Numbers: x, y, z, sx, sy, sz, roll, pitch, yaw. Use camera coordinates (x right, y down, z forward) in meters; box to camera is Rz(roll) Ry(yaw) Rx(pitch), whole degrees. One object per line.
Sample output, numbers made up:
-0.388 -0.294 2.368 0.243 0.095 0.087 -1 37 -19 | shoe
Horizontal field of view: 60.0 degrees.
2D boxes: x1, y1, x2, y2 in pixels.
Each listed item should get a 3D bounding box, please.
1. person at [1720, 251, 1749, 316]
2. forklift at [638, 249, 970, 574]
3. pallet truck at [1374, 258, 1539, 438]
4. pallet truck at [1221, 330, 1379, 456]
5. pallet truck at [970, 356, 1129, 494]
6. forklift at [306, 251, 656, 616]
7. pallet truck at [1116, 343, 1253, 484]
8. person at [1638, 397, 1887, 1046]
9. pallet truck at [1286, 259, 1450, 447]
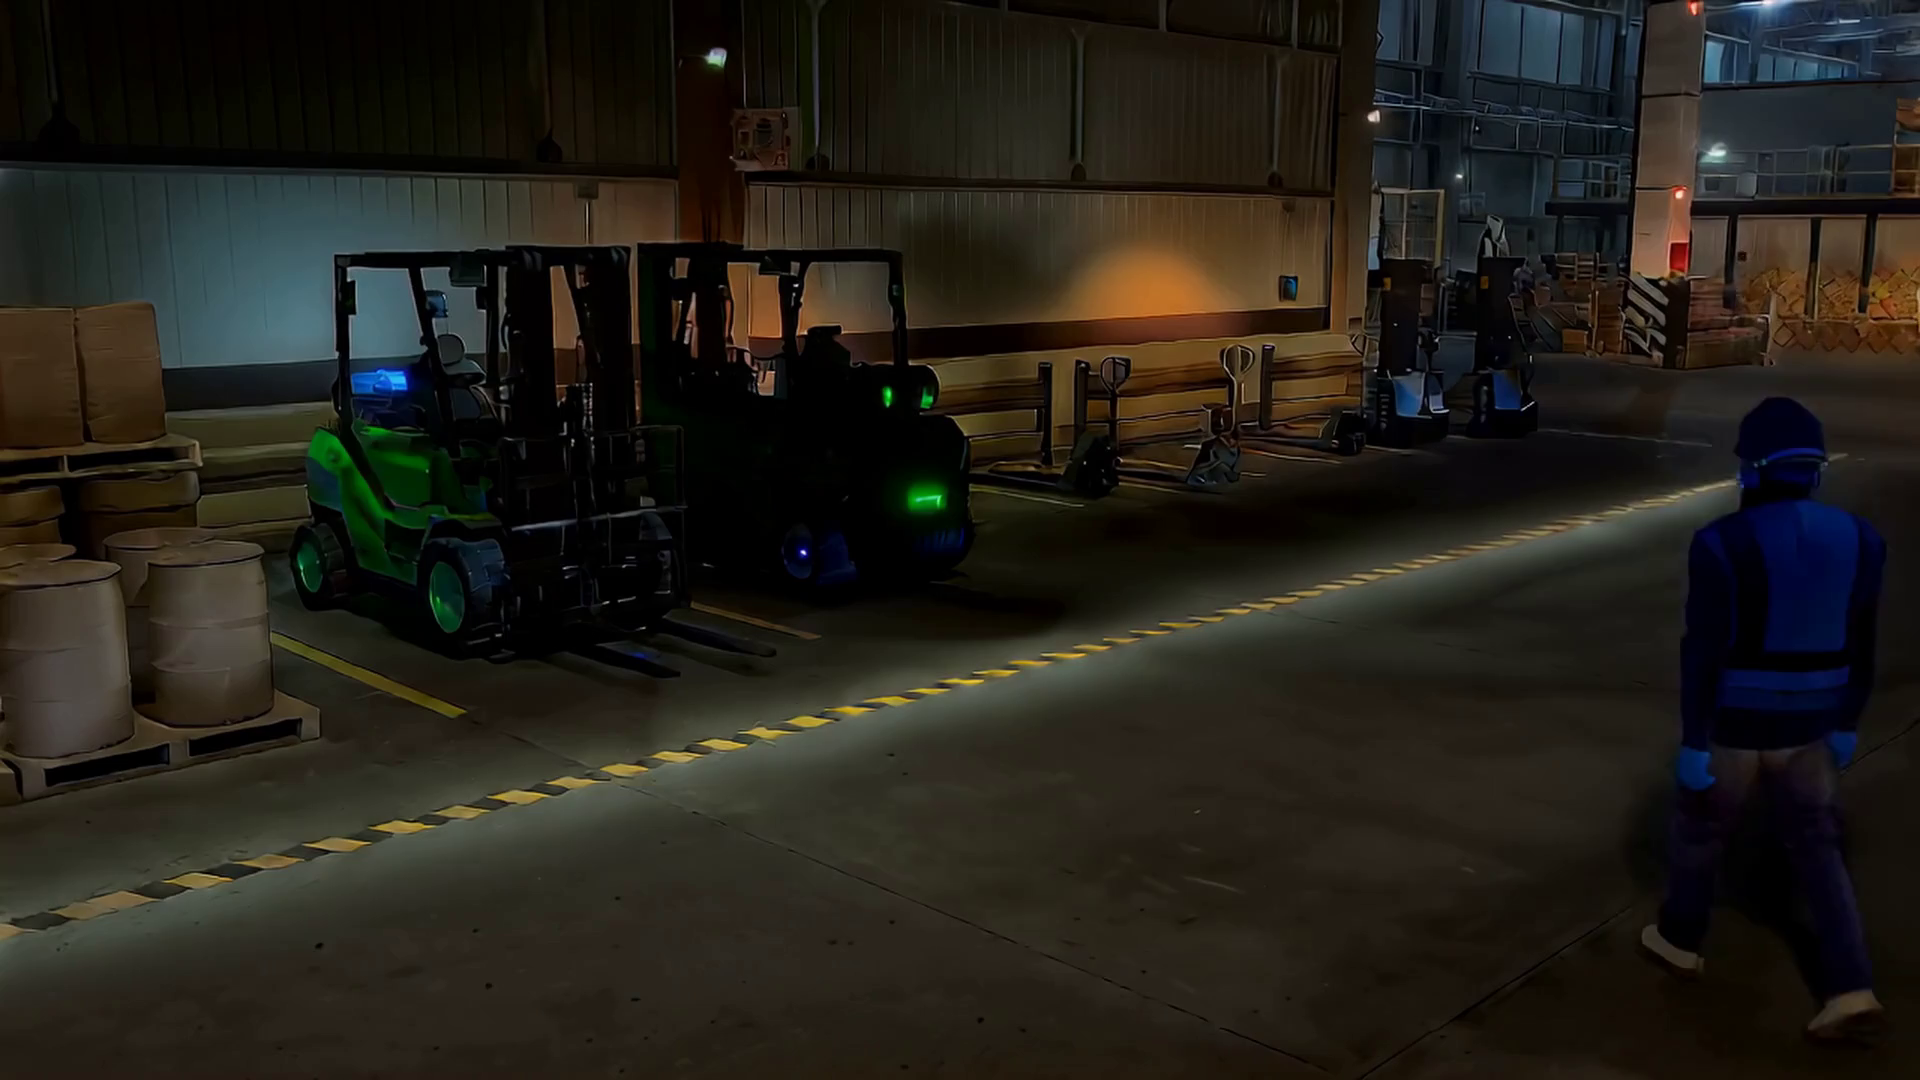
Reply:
20.378 -6.643 43.571 1.025 1.826 0.597 10 14 44 | person
-1.173 -0.958 11.239 2.680 1.987 1.157 10 14 43 | forklift
5.704 -2.208 18.901 1.885 1.965 0.823 10 14 43 | pallet truck
3.563 -1.581 17.381 0.653 1.274 1.630 -10 14 -44 | pallet truck
0.784 -1.085 14.876 0.680 1.201 1.601 -10 14 -44 | pallet truck
-2.833 -0.669 9.694 1.157 1.987 2.680 -10 14 -44 | forklift
1.962 -1.215 15.415 1.522 1.261 0.704 10 14 43 | pallet truck
2.328 0.497 4.714 0.606 1.800 0.892 -1 10 -7 | person
4.493 -2.078 18.196 0.823 1.965 1.885 -9 14 -40 | pallet truck
